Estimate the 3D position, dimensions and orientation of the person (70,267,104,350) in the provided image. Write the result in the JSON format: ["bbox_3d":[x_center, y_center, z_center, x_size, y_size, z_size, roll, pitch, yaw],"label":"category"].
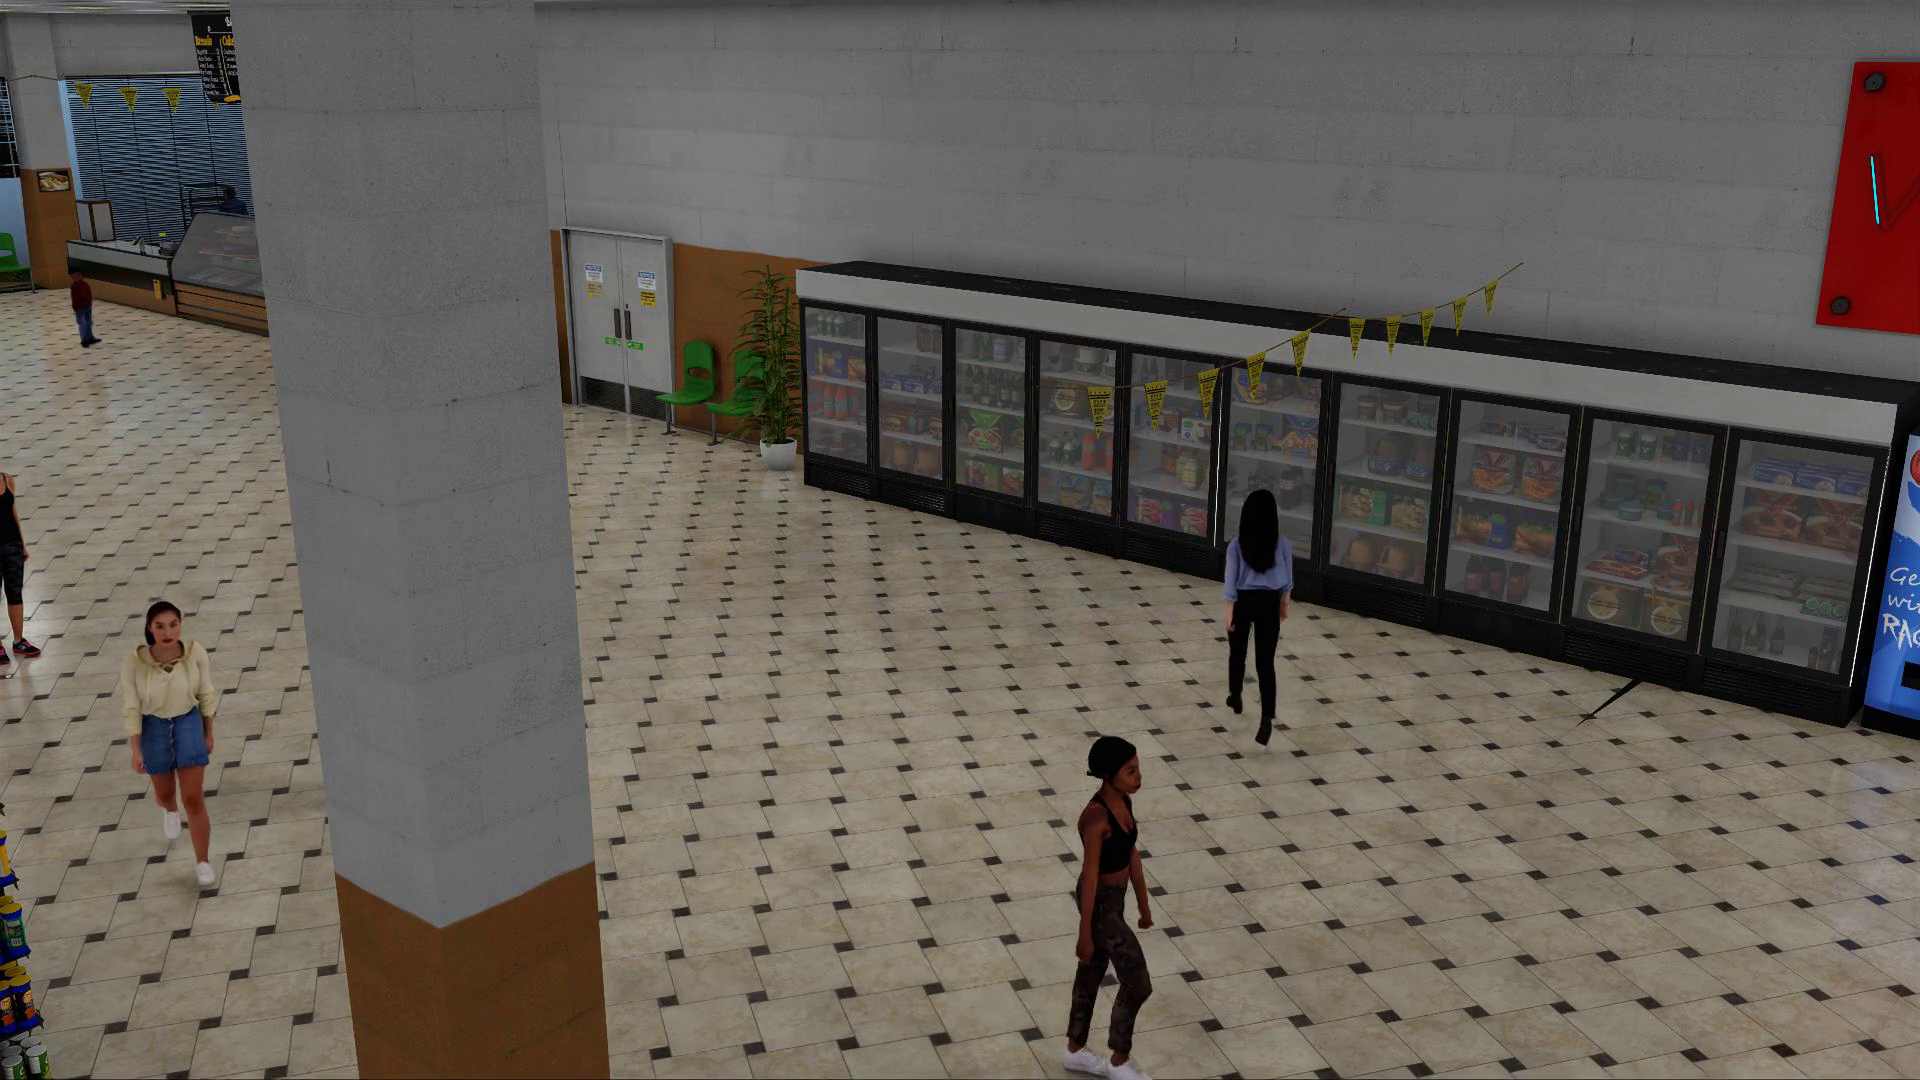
[{"bbox_3d":[-13.438,-3.562,25.469,0.788,1.233,0.639,0,17,0],"label":"person"}]

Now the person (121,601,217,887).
[{"bbox_3d":[-4.476,1.115,9.431,1.124,1.603,0.983,-8,19,-26],"label":"person"}]

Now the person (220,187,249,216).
[{"bbox_3d":[-14.051,-5.944,32.296,0.679,1.826,0.811,-9,19,-28],"label":"person"}]

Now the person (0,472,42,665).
[{"bbox_3d":[-7.328,0.068,12.662,0.655,1.729,0.500,11,20,32],"label":"person"}]

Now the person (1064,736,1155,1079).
[{"bbox_3d":[0.573,1.661,7.495,0.758,1.682,0.728,7,18,23],"label":"person"}]

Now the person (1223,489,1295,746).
[{"bbox_3d":[1.998,0.552,11.120,1.145,1.698,1.220,-1,17,-4],"label":"person"}]
